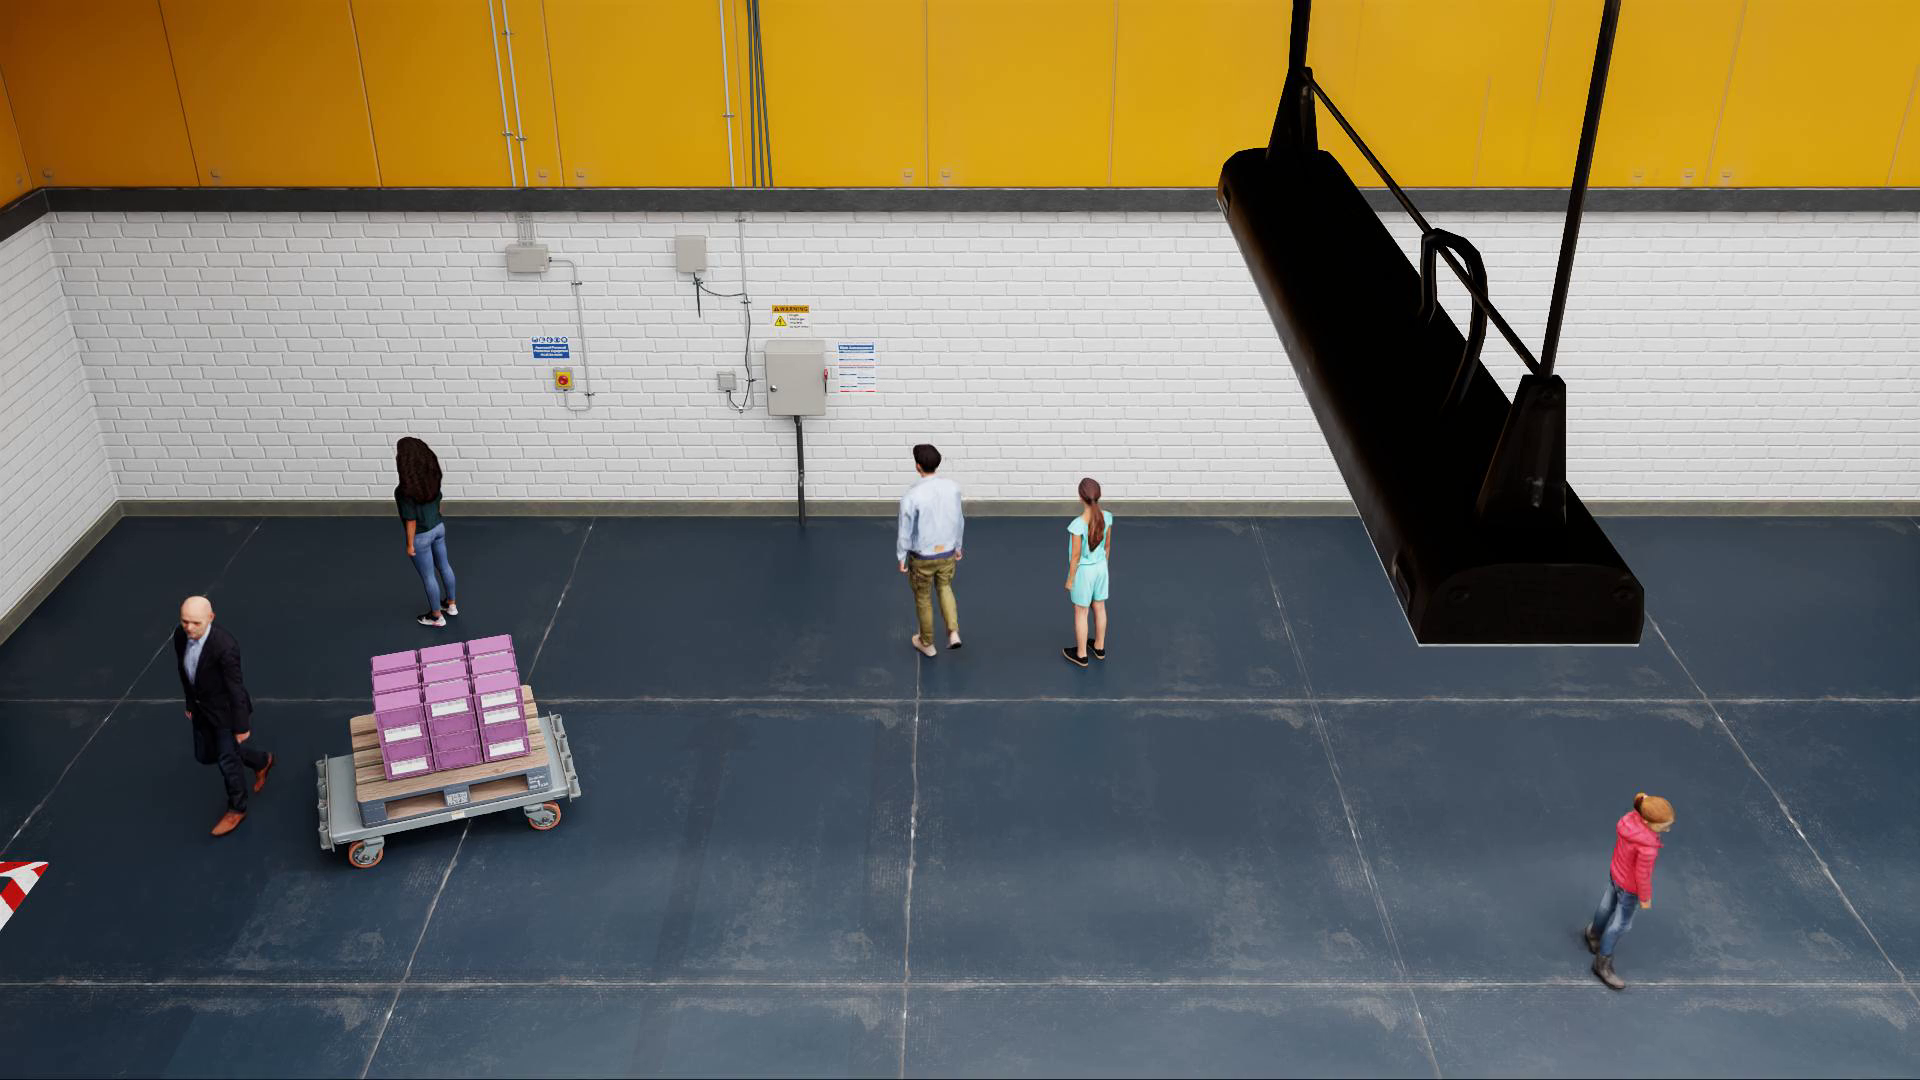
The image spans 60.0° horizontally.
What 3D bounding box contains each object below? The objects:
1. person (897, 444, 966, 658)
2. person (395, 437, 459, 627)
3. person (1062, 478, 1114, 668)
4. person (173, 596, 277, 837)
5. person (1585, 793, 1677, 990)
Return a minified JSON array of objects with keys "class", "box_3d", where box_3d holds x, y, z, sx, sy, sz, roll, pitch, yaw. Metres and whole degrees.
[{"class":"person","box_3d":[-0.179,0.127,12.624,0.872,1.802,0.933,-15,32,-25]},{"class":"person","box_3d":[-4.239,-0.075,13.187,0.755,1.617,0.661,13,31,22]},{"class":"person","box_3d":[0.985,0.237,12.676,0.641,1.558,0.676,-16,32,-27]},{"class":"person","box_3d":[-4.798,1.076,10.909,0.927,1.779,1.019,14,32,25]},{"class":"person","box_3d":[3.877,1.971,9.767,0.776,1.301,0.479,-2,29,-3]}]
